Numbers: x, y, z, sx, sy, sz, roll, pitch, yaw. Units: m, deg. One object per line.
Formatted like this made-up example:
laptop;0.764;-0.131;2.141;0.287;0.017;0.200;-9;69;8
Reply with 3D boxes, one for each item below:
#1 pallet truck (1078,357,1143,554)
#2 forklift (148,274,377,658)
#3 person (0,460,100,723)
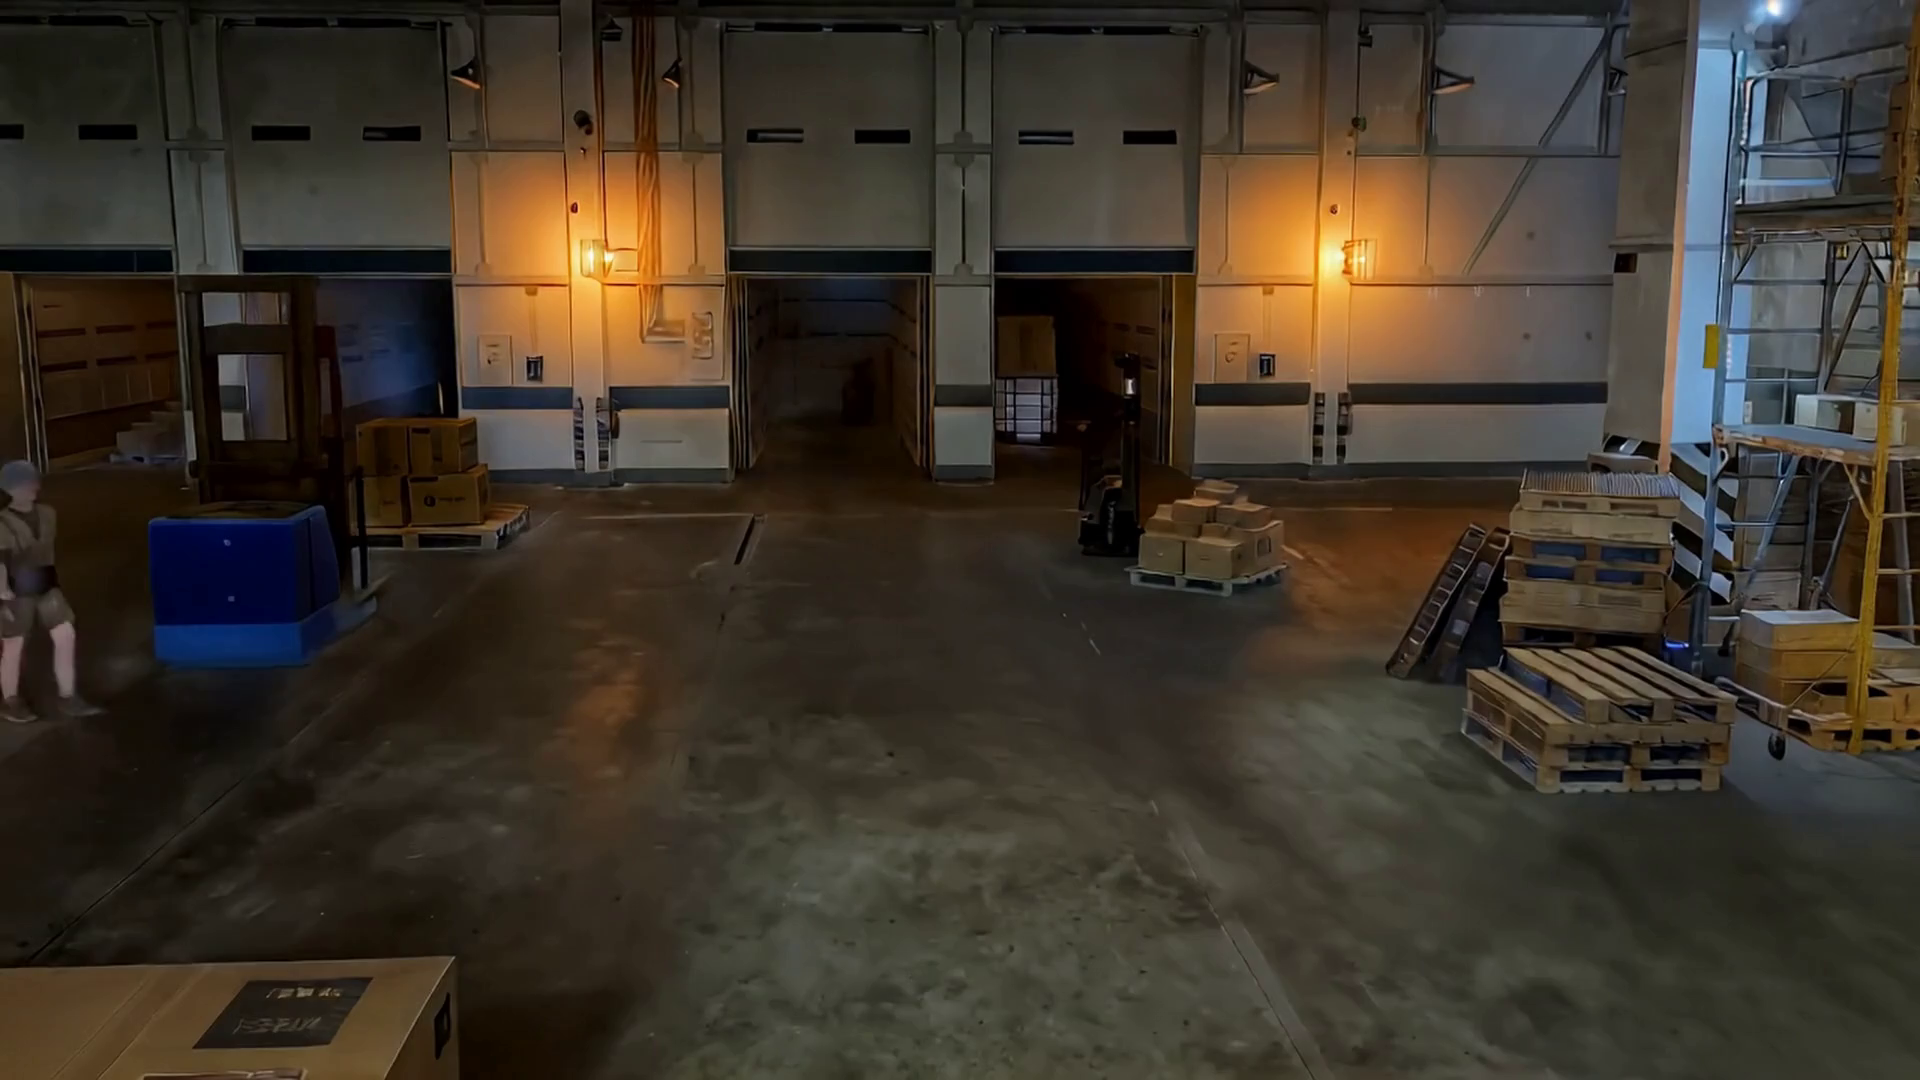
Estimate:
pallet truck;2.088;-0.836;16.757;1.885;1.965;0.823;2;9;13
forklift;-5.348;-0.627;12.681;1.129;2.768;1.873;-1;9;-4
person;-5.765;0.336;10.412;0.693;1.670;0.548;3;10;20
